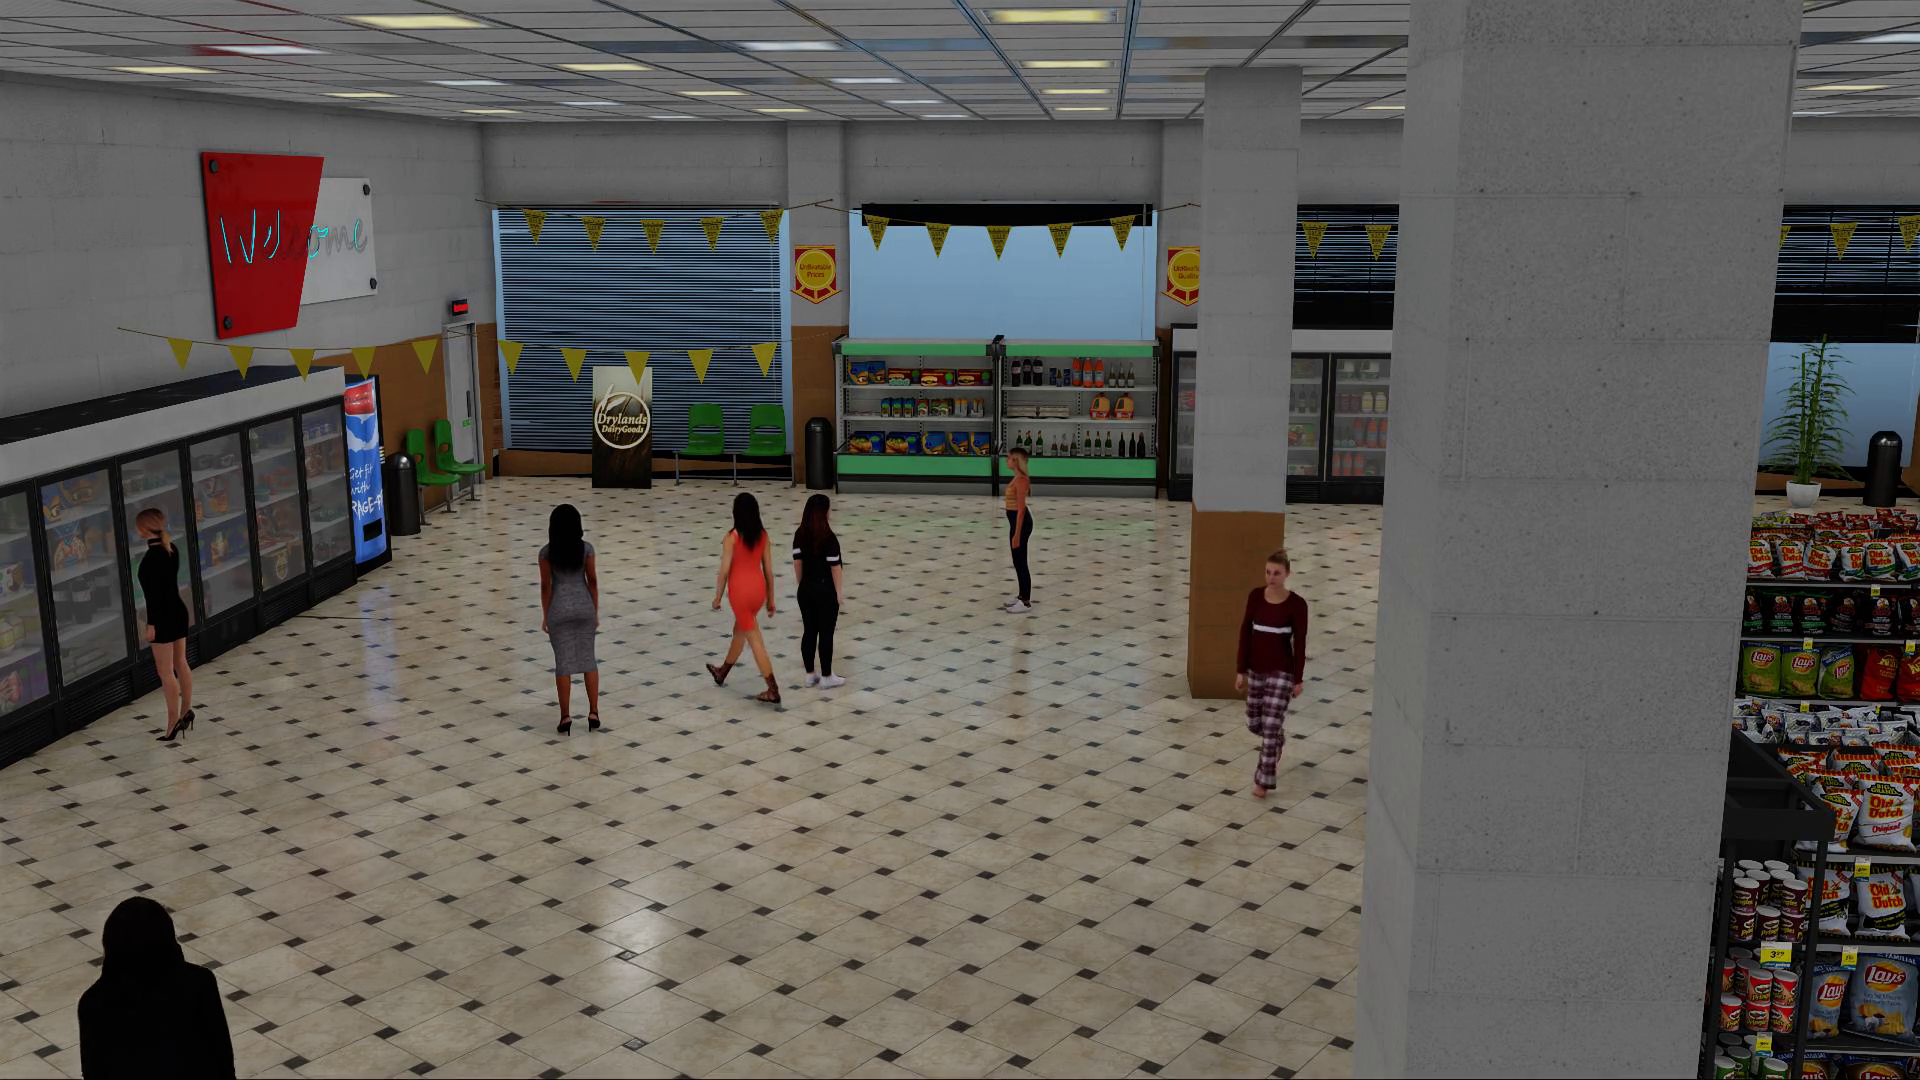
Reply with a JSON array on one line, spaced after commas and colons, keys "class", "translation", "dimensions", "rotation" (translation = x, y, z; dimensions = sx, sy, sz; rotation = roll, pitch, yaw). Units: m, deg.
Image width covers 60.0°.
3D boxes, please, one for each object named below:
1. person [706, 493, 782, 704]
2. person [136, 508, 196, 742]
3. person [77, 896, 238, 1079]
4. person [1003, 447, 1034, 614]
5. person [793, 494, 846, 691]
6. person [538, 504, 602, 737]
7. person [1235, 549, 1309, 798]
[{"class": "person", "translation": [-1.644, 0.514, 13.297], "dimensions": [1.177, 1.668, 1.016], "rotation": [10, 16, 40]}, {"class": "person", "translation": [-5.992, 0.624, 12.530], "dimensions": [0.536, 1.768, 0.584], "rotation": [0, 12, -1]}, {"class": "person", "translation": [-2.849, 2.105, 5.968], "dimensions": [1.160, 1.573, 1.121], "rotation": [-7, 14, -28]}, {"class": "person", "translation": [0.582, -0.103, 16.322], "dimensions": [0.527, 1.627, 0.590], "rotation": [0, 12, -2]}, {"class": "person", "translation": [-1.176, 0.420, 13.811], "dimensions": [0.658, 1.639, 0.761], "rotation": [7, 14, 30]}, {"class": "person", "translation": [-2.948, 0.598, 12.622], "dimensions": [0.591, 1.781, 0.718], "rotation": [-4, 13, -19]}, {"class": "person", "translation": [2.164, 0.896, 11.449], "dimensions": [0.976, 1.680, 0.942], "rotation": [8, 14, 33]}]
